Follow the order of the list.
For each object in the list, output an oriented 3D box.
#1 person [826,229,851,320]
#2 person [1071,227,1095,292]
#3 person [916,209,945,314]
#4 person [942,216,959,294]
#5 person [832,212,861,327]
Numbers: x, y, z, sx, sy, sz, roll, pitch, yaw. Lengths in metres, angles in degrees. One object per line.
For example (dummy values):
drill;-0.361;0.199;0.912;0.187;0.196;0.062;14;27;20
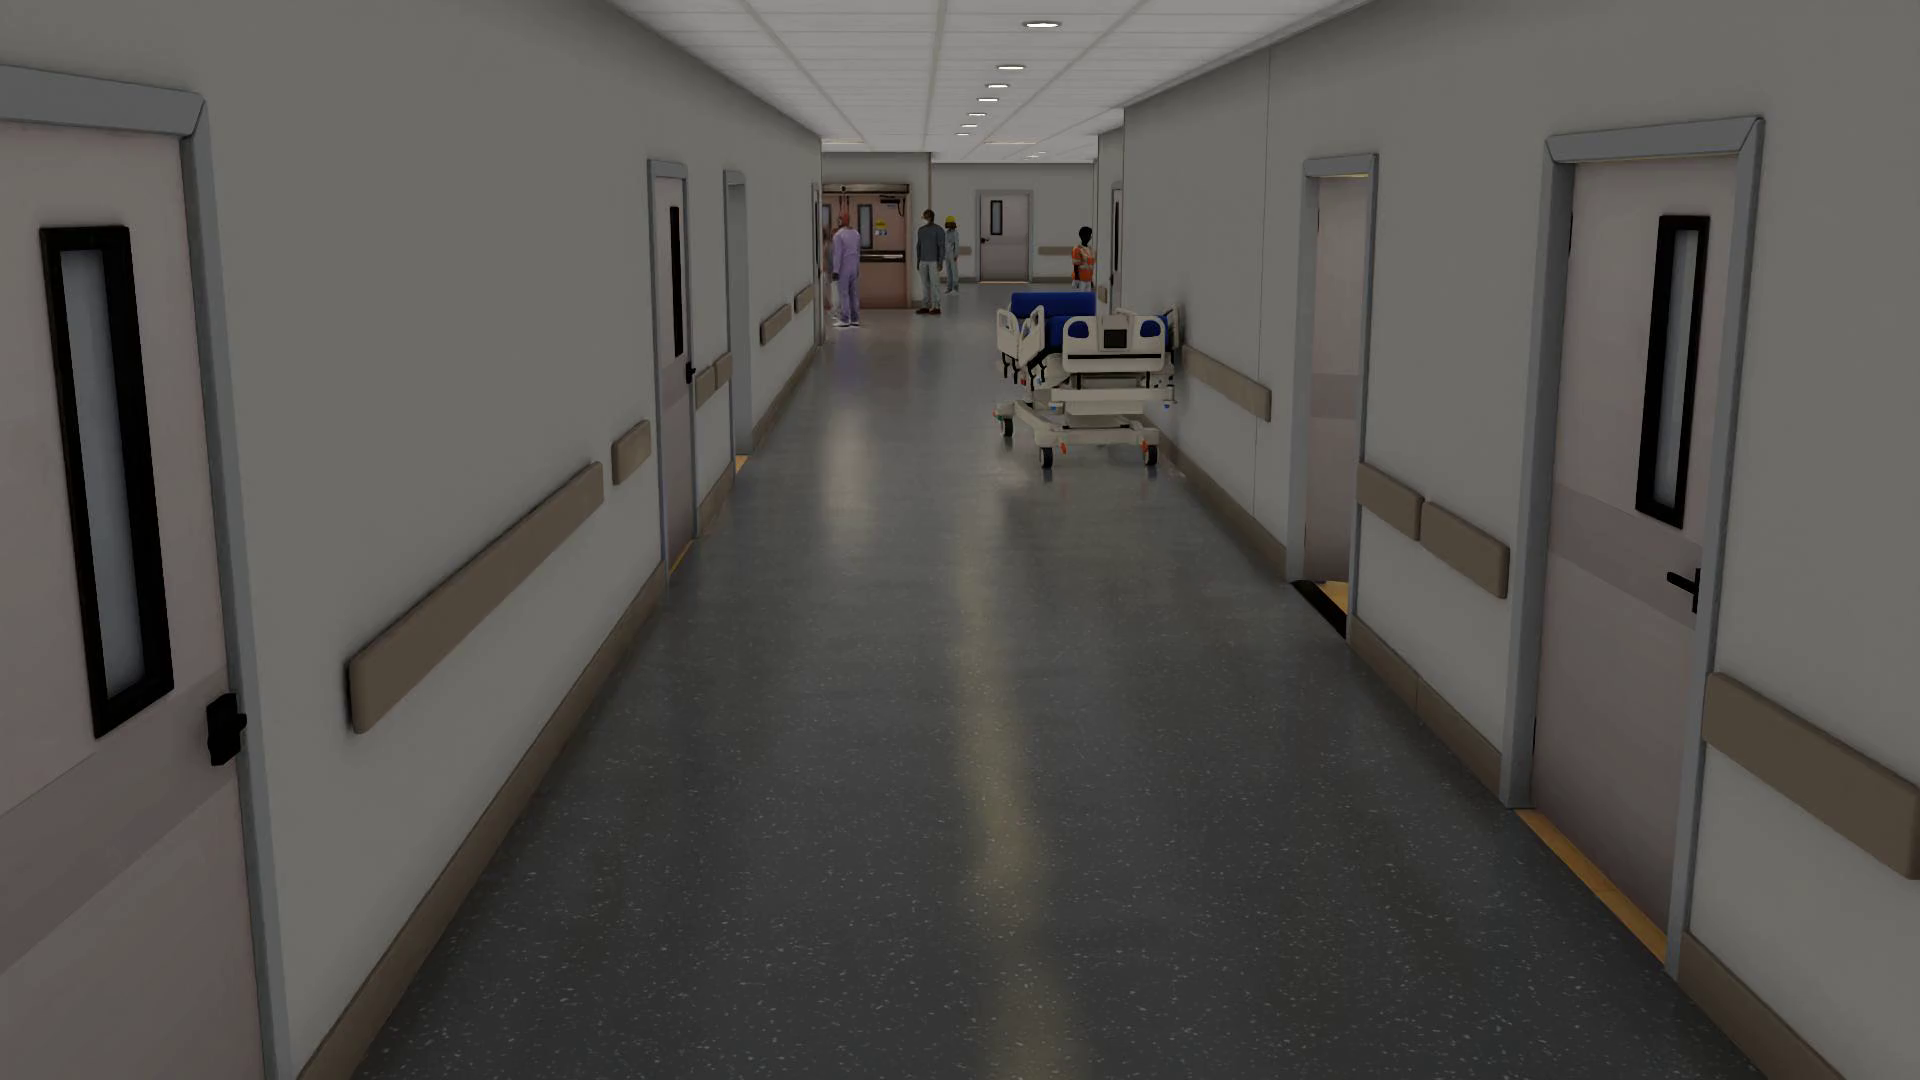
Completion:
person;-2.070;-4.709;29.513;0.646;1.601;0.357;-6;13;-27
person;1.965;-4.147;26.542;0.322;1.697;0.531;8;14;35
person;-0.558;-5.163;30.903;0.638;1.936;0.356;9;15;38
person;-0.221;-6.436;37.582;0.308;1.742;0.493;-8;14;-32
person;-1.941;-4.542;27.958;0.402;1.906;0.652;8;14;33
